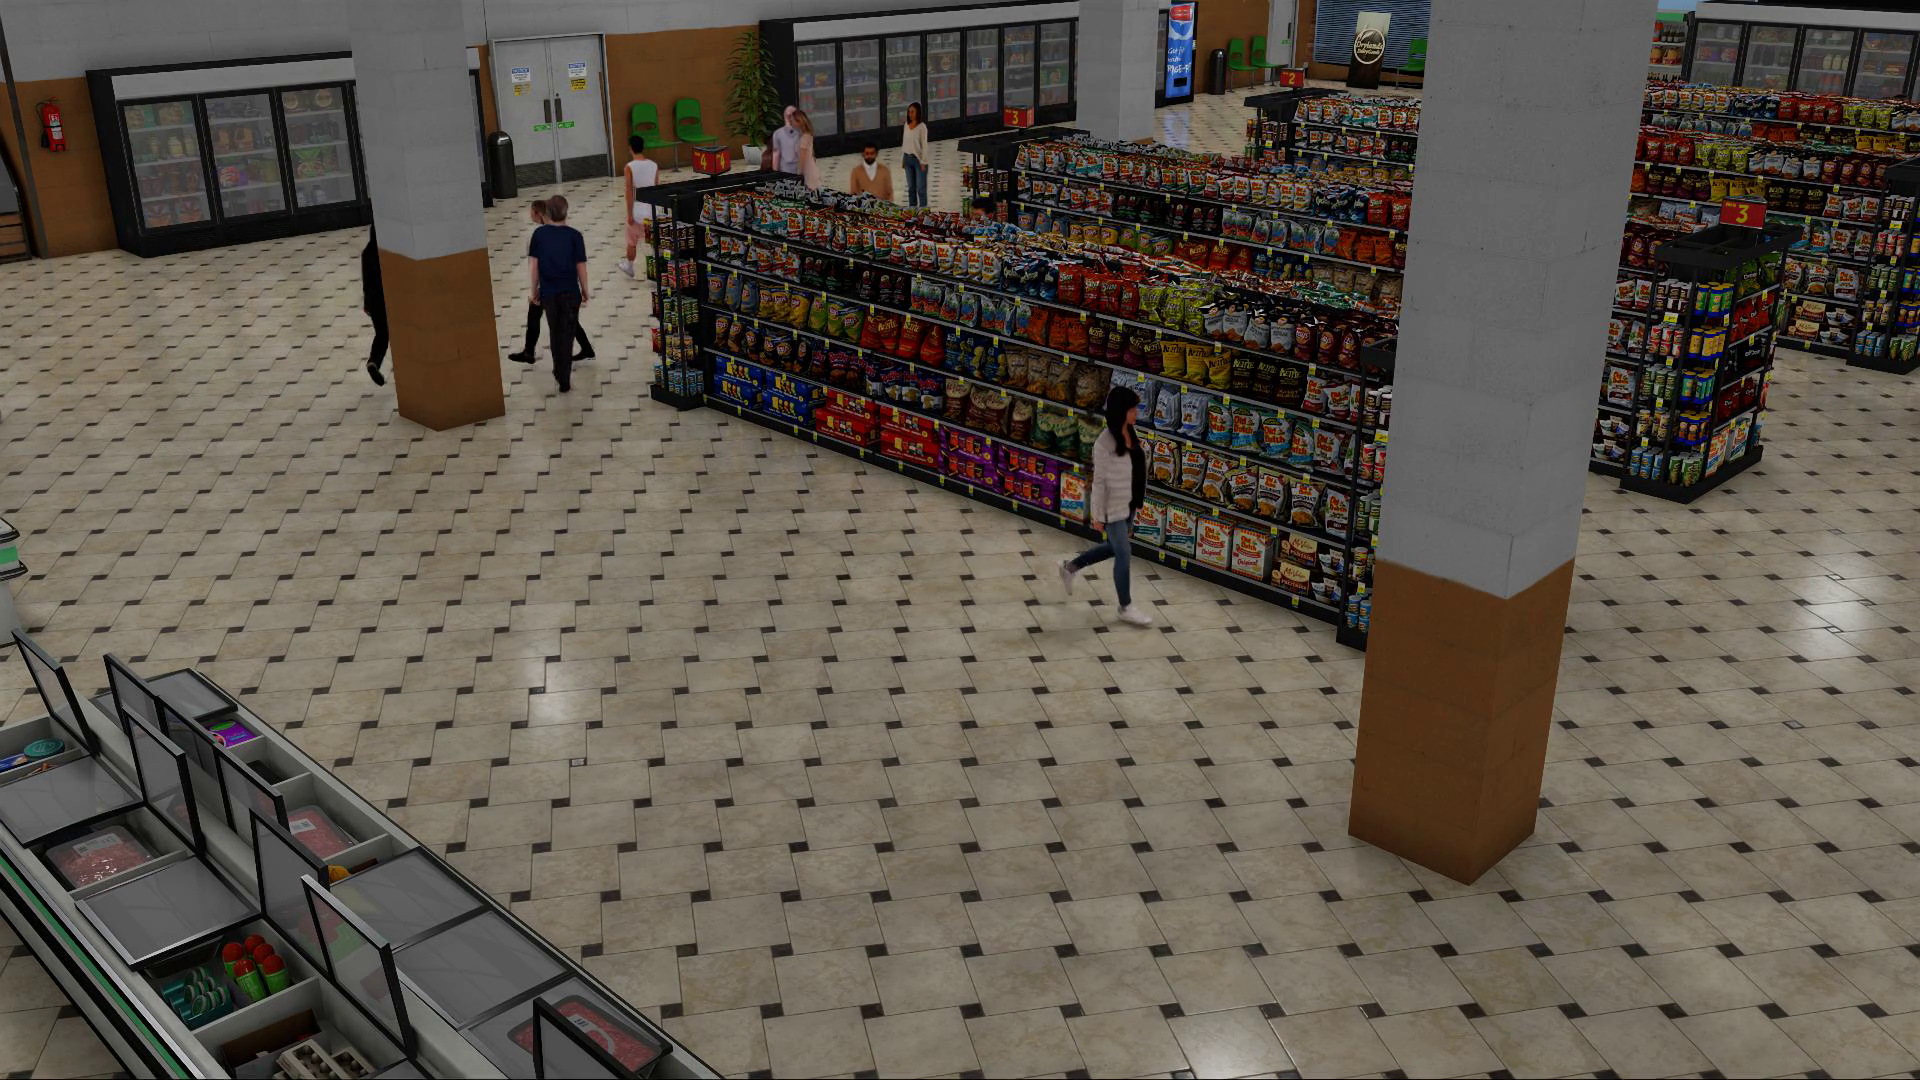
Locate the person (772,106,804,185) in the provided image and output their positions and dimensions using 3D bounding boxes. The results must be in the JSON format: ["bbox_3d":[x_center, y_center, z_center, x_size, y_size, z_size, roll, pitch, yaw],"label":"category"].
[{"bbox_3d":[-2.215,-4.767,21.982,1.154,1.789,1.284,-4,22,-9],"label":"person"}]

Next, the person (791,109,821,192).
[{"bbox_3d":[-1.888,-4.750,21.944,0.942,1.787,0.878,3,22,8],"label":"person"}]

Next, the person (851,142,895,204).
[{"bbox_3d":[-1.047,-3.849,19.772,0.885,1.734,0.964,-4,22,-9],"label":"person"}]

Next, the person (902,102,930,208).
[{"bbox_3d":[-0.617,-5.367,23.625,0.470,1.677,0.665,20,29,41],"label":"person"}]

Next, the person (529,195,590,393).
[{"bbox_3d":[-3.805,-2.298,15.762,0.947,1.845,1.004,1,22,2],"label":"person"}]

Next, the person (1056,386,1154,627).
[{"bbox_3d":[0.958,-0.237,10.942,1.042,1.615,0.766,13,25,29],"label":"person"}]

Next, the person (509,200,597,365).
[{"bbox_3d":[-4.027,-2.534,16.615,1.181,1.647,1.064,2,22,5],"label":"person"}]

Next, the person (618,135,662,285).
[{"bbox_3d":[-3.746,-3.887,19.863,0.742,1.736,1.119,-17,27,-36],"label":"person"}]
